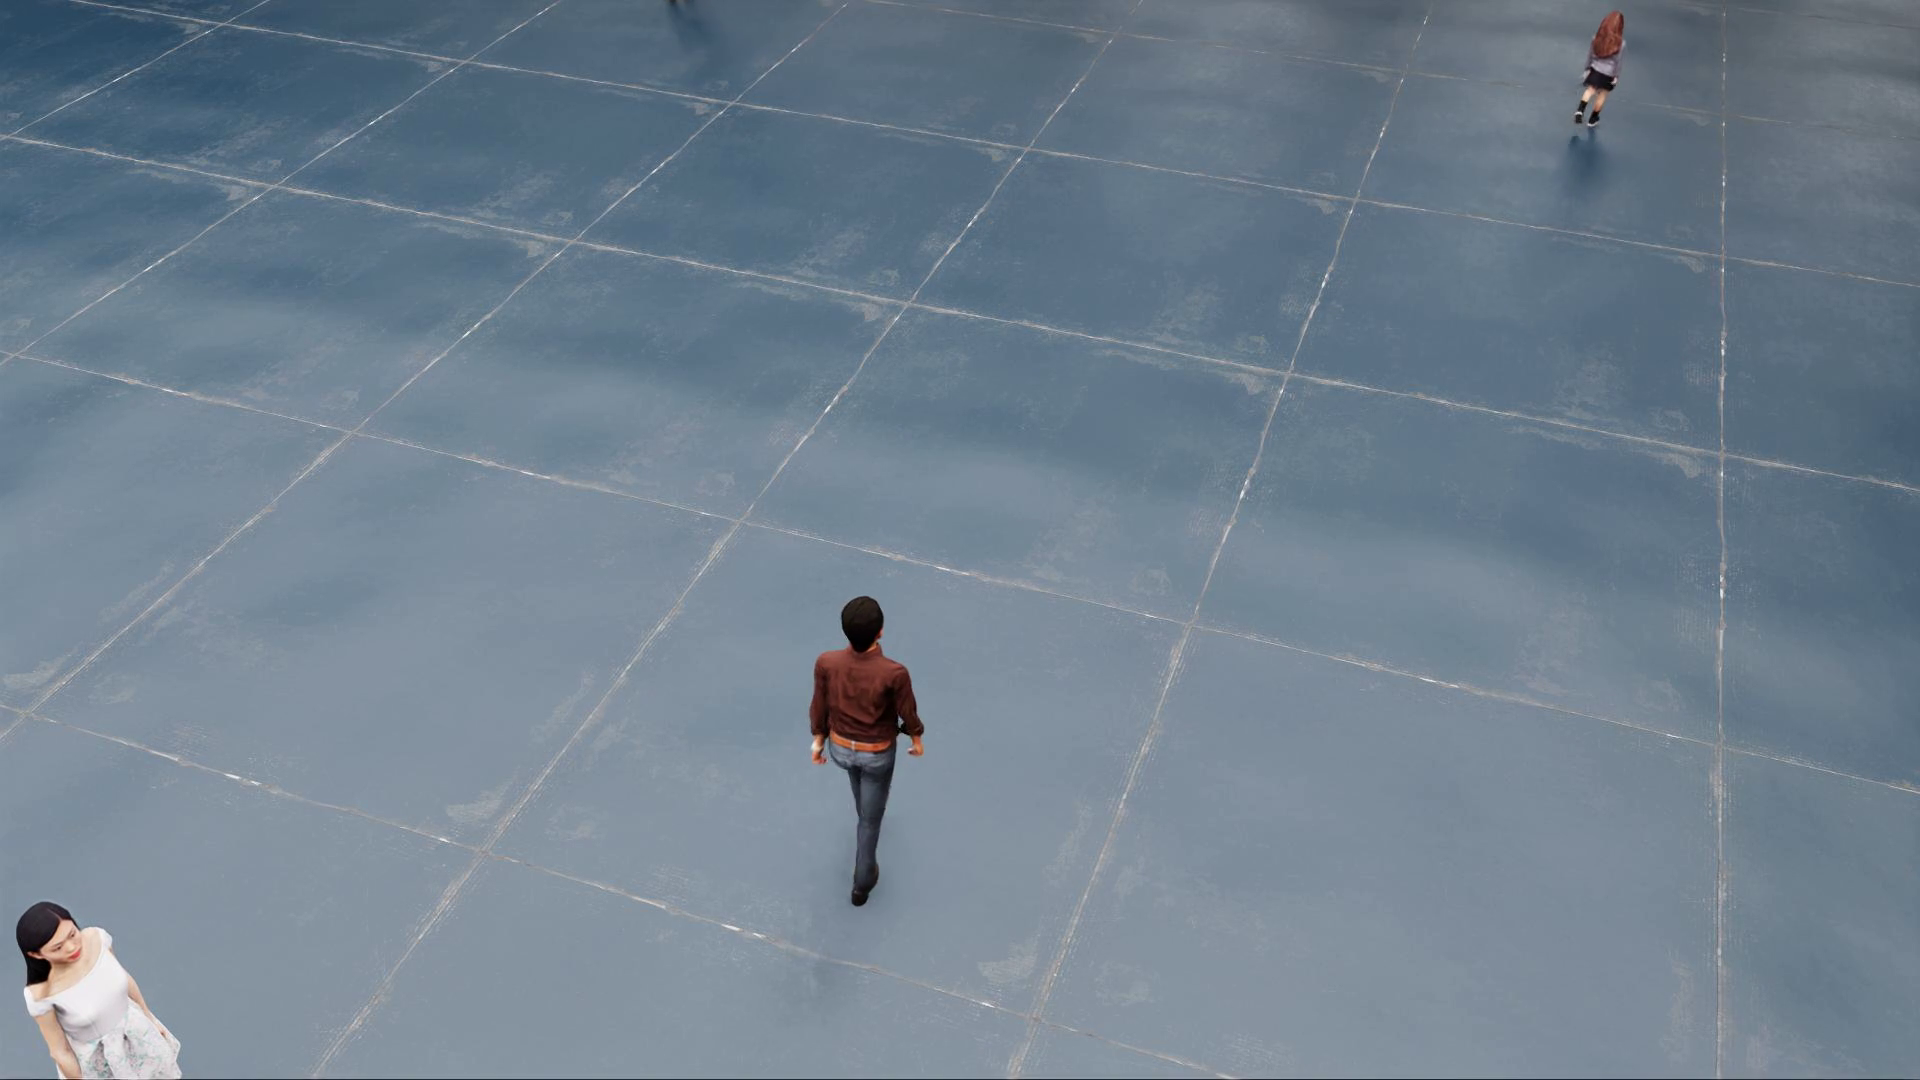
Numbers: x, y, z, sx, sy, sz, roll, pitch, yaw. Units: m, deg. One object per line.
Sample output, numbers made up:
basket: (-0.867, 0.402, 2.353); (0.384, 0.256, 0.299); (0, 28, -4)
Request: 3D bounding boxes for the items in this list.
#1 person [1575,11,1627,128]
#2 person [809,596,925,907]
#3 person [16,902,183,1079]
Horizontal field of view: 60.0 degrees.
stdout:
person: (5.883, -4.307, 15.274); (0.584, 1.097, 0.706); (27, 45, 30)
person: (-0.484, 1.059, 7.881); (0.707, 1.755, 0.919); (10, 39, 13)
person: (-3.356, 2.053, 6.594); (0.701, 1.775, 0.563); (11, 39, 14)
